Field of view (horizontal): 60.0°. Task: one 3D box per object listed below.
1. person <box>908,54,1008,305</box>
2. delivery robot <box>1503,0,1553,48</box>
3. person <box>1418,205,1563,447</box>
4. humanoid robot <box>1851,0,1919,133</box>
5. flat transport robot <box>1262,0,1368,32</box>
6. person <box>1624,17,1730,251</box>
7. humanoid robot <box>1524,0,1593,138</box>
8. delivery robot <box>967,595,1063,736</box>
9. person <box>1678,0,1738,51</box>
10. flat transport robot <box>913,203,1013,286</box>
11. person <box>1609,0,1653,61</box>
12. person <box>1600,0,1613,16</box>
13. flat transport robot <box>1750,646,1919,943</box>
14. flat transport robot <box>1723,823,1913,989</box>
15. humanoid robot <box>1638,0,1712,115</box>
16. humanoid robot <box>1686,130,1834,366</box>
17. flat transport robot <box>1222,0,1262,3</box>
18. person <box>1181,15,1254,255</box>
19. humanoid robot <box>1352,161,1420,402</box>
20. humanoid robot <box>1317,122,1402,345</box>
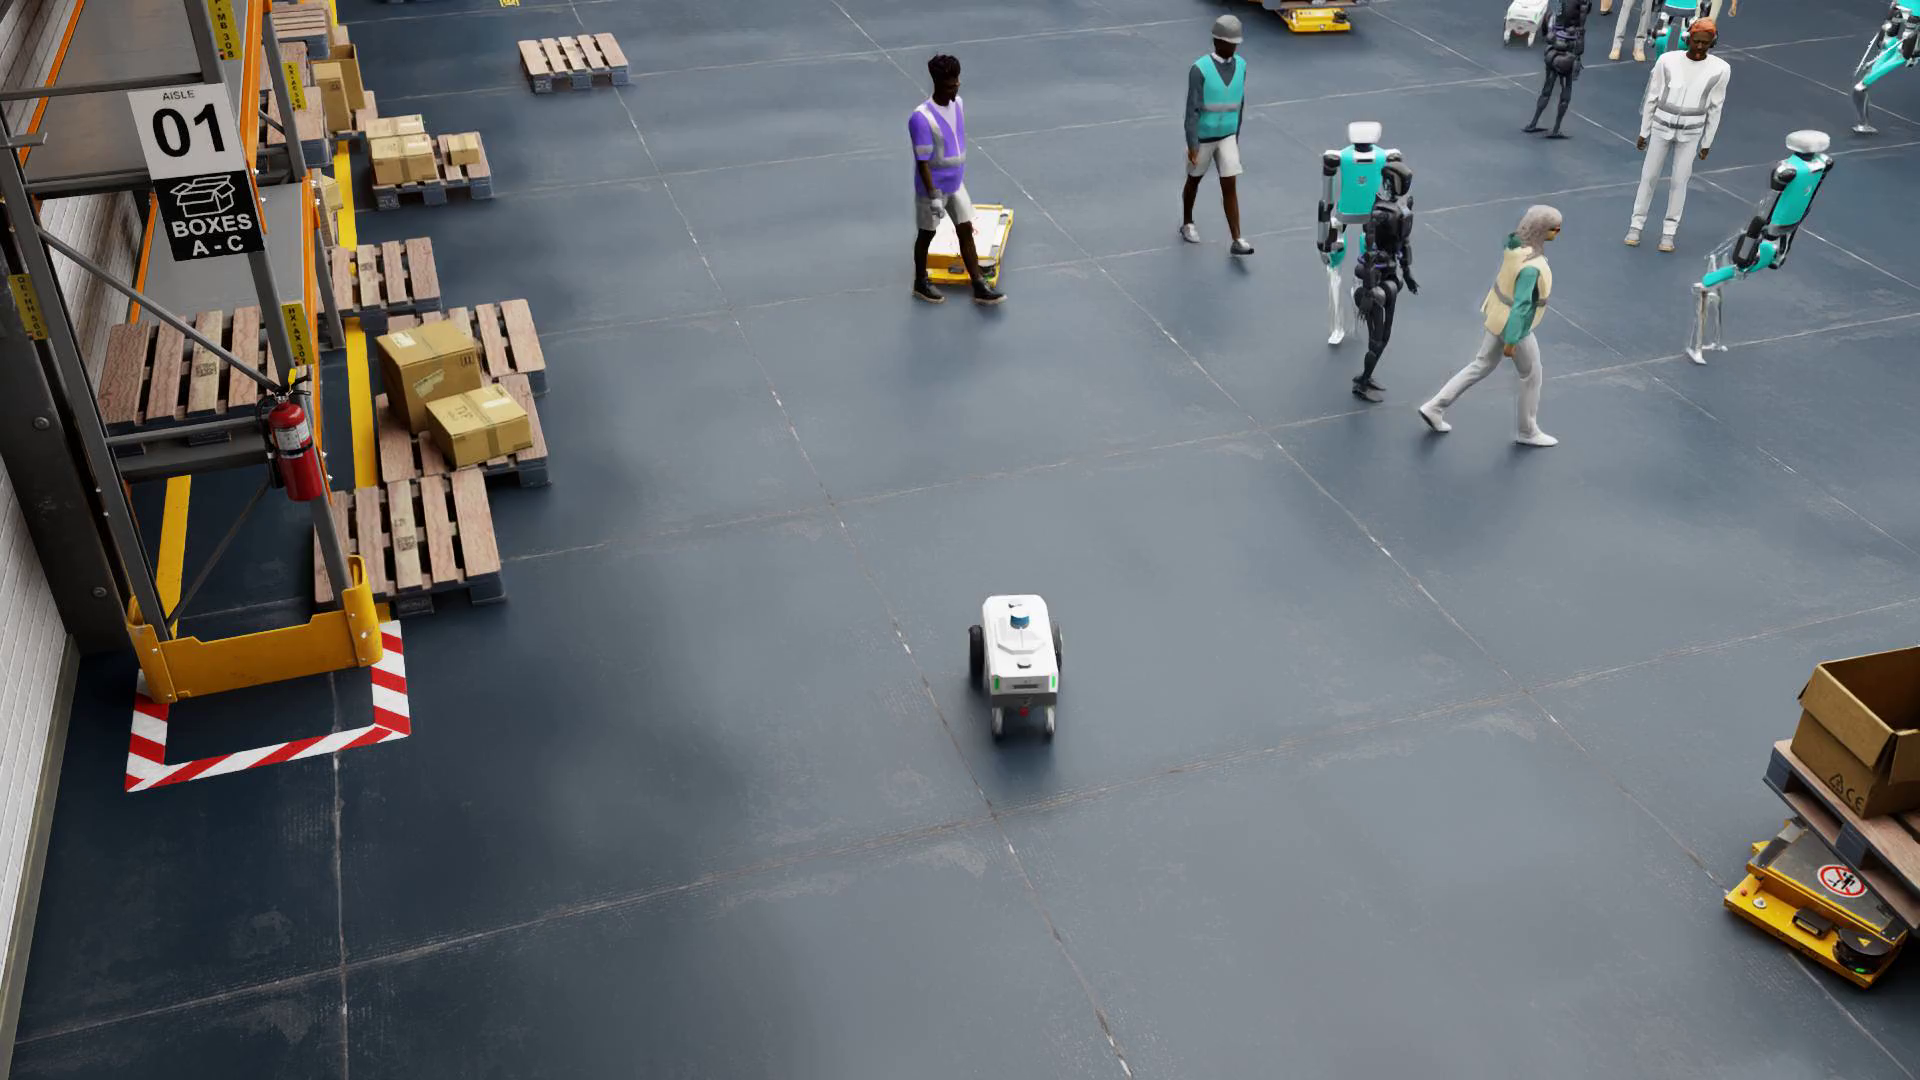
[{"bbox_3d":[-0.046,-2.623,12.360,0.828,1.932,0.627,23,40,31],"label":"person"},{"bbox_3d":[6.342,-5.868,18.602,0.499,0.601,0.775,15,36,21],"label":"delivery robot"},{"bbox_3d":[3.494,-1.375,10.677,0.865,1.668,0.450,2,33,2],"label":"person"},{"bbox_3d":[8.667,-4.624,15.628,0.743,1.800,0.538,-8,34,-12],"label":"humanoid robot"},{"bbox_3d":[4.009,-6.220,19.398,0.659,0.231,1.431,-4,33,-6],"label":"flat transport robot"},{"bbox_3d":[5.772,-3.263,13.392,0.573,1.880,0.361,15,36,22],"label":"person"},{"bbox_3d":[5.700,-4.617,15.654,0.331,1.656,0.601,-3,33,-5],"label":"humanoid robot"},{"bbox_3d":[0.306,0.597,8.660,0.499,0.572,0.747,-2,33,-3],"label":"delivery robot"},{"bbox_3d":[7.573,-5.500,16.863,0.593,1.825,0.512,8,34,12],"label":"person"},{"bbox_3d":[0.043,-2.452,13.619,0.659,0.231,1.431,4,33,6],"label":"flat transport robot"},{"bbox_3d":[7.312,-6.046,17.667,0.459,1.874,0.354,8,34,12],"label":"person"},{"bbox_3d":[7.506,-6.944,19.227,0.474,1.669,0.387,19,37,26],"label":"person"},{"bbox_3d":[4.453,1.471,7.602,1.431,0.231,0.659,-8,34,-12],"label":"flat transport robot"},{"bbox_3d":[4.174,1.464,7.614,1.431,0.231,0.659,-25,41,-33],"label":"flat transport robot"},{"bbox_3d":[6.953,-4.907,16.113,0.531,1.880,0.672,18,37,25],"label":"humanoid robot"},{"bbox_3d":[5.501,-2.076,11.691,0.568,1.760,0.773,-19,37,-26],"label":"humanoid robot"},{"bbox_3d":[3.614,-6.617,20.008,1.431,0.231,0.659,17,37,24],"label":"flat transport robot"},{"bbox_3d":[2.065,-3.188,13.253,0.577,1.903,0.940,-10,34,-15],"label":"person"},{"bbox_3d":[2.885,-1.753,11.259,0.365,1.659,0.600,26,41,34],"label":"humanoid robot"},{"bbox_3d":[2.785,-2.162,11.902,0.544,1.847,0.746,3,33,5],"label":"humanoid robot"}]
